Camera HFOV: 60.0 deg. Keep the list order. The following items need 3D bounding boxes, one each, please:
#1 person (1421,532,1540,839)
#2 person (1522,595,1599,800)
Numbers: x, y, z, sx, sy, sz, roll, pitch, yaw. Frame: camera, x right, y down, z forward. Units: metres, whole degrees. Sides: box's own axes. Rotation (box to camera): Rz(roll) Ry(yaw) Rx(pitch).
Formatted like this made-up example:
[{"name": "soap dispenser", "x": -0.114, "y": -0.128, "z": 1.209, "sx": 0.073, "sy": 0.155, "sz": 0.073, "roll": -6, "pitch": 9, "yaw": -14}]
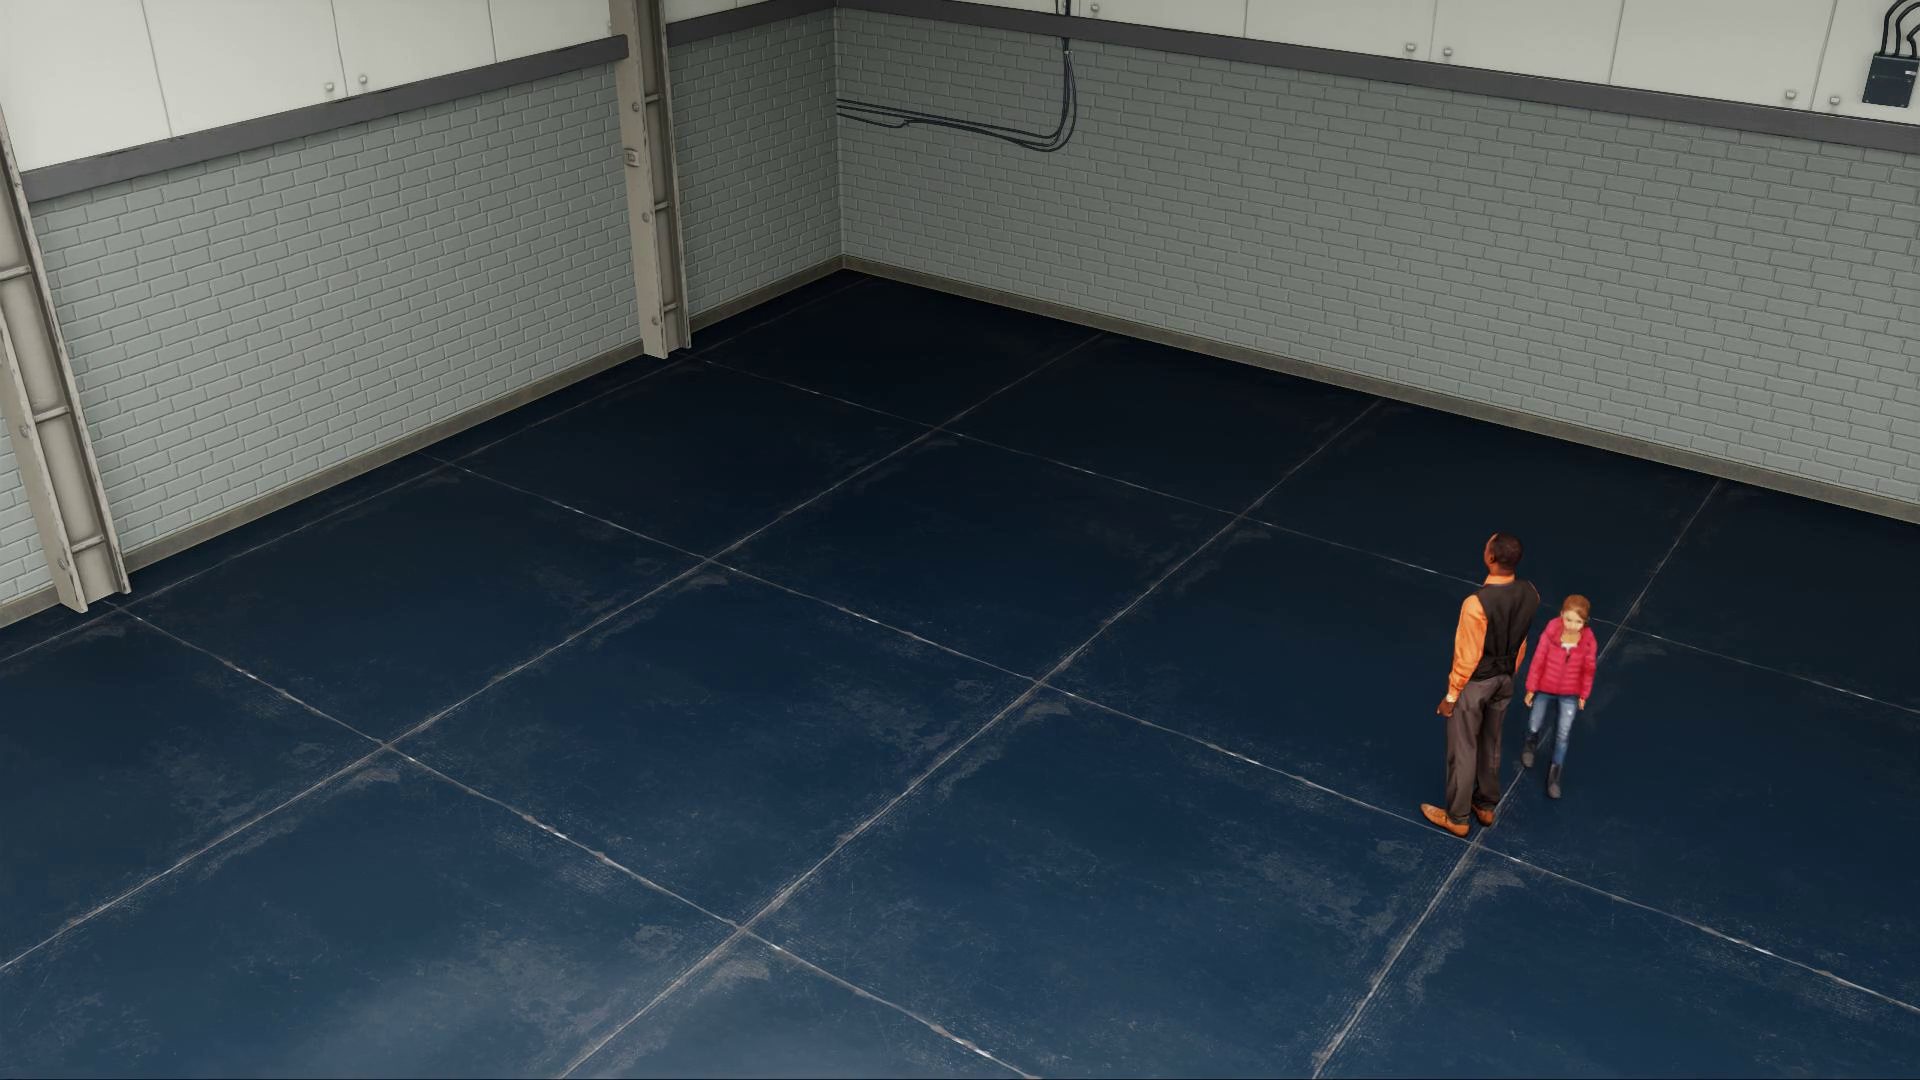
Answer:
[{"name": "person", "x": 2.969, "y": 0.819, "z": 9.433, "sx": 0.719, "sy": 1.908, "sz": 0.852, "roll": -14, "pitch": 31, "yaw": -25}, {"name": "person", "x": 3.564, "y": 0.874, "z": 9.969, "sx": 0.626, "sy": 1.307, "sz": 0.777, "roll": 8, "pitch": 29, "yaw": 15}]
